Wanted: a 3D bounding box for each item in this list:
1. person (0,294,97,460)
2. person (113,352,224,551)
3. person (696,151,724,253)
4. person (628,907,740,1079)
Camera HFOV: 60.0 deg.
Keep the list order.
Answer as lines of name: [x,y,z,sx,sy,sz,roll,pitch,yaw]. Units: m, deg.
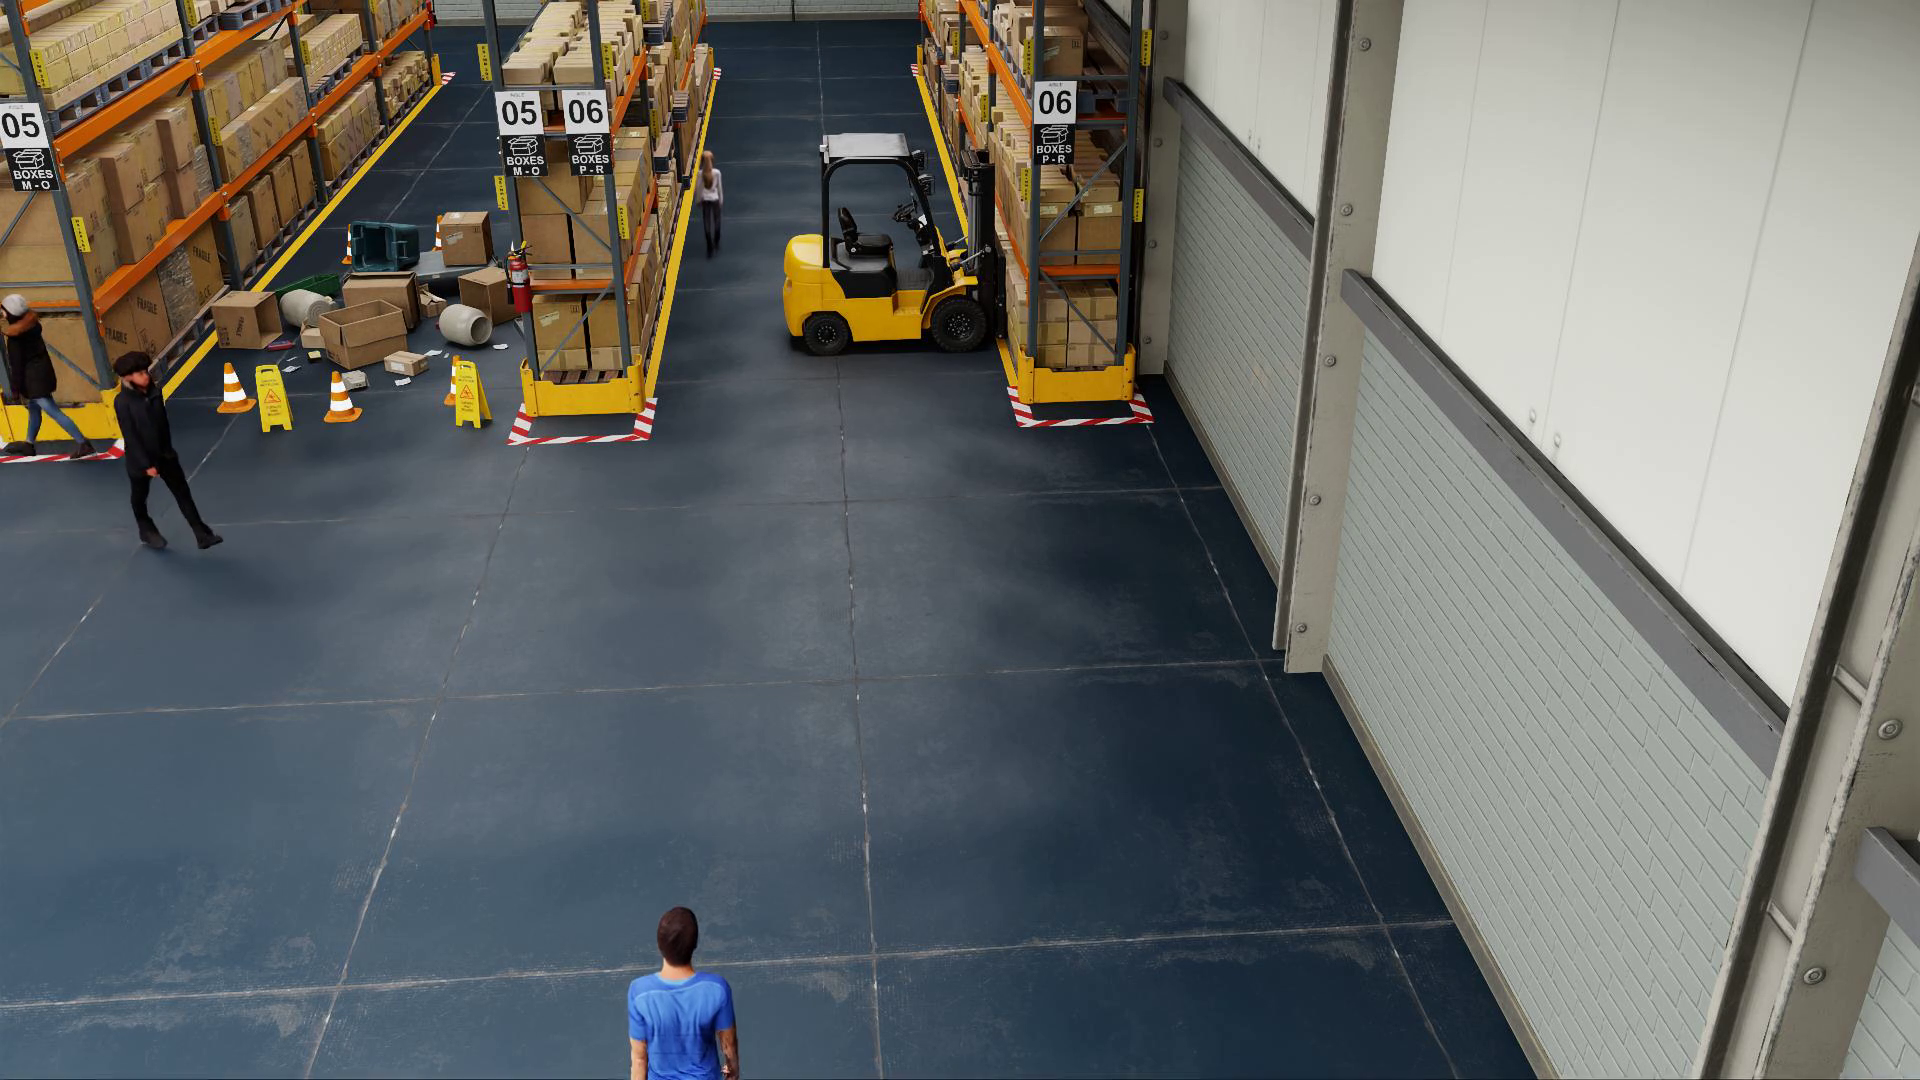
person: [-8.413,-1.463,15.288,0.709,1.594,0.976,-3,27,-7]
person: [-6.718,-0.698,13.663,1.082,1.723,1.127,14,31,26]
person: [-3.176,-4.278,21.126,0.500,1.255,0.923,-2,27,-4]
person: [-1.213,2.498,7.319,0.635,1.847,0.790,-4,27,-7]
